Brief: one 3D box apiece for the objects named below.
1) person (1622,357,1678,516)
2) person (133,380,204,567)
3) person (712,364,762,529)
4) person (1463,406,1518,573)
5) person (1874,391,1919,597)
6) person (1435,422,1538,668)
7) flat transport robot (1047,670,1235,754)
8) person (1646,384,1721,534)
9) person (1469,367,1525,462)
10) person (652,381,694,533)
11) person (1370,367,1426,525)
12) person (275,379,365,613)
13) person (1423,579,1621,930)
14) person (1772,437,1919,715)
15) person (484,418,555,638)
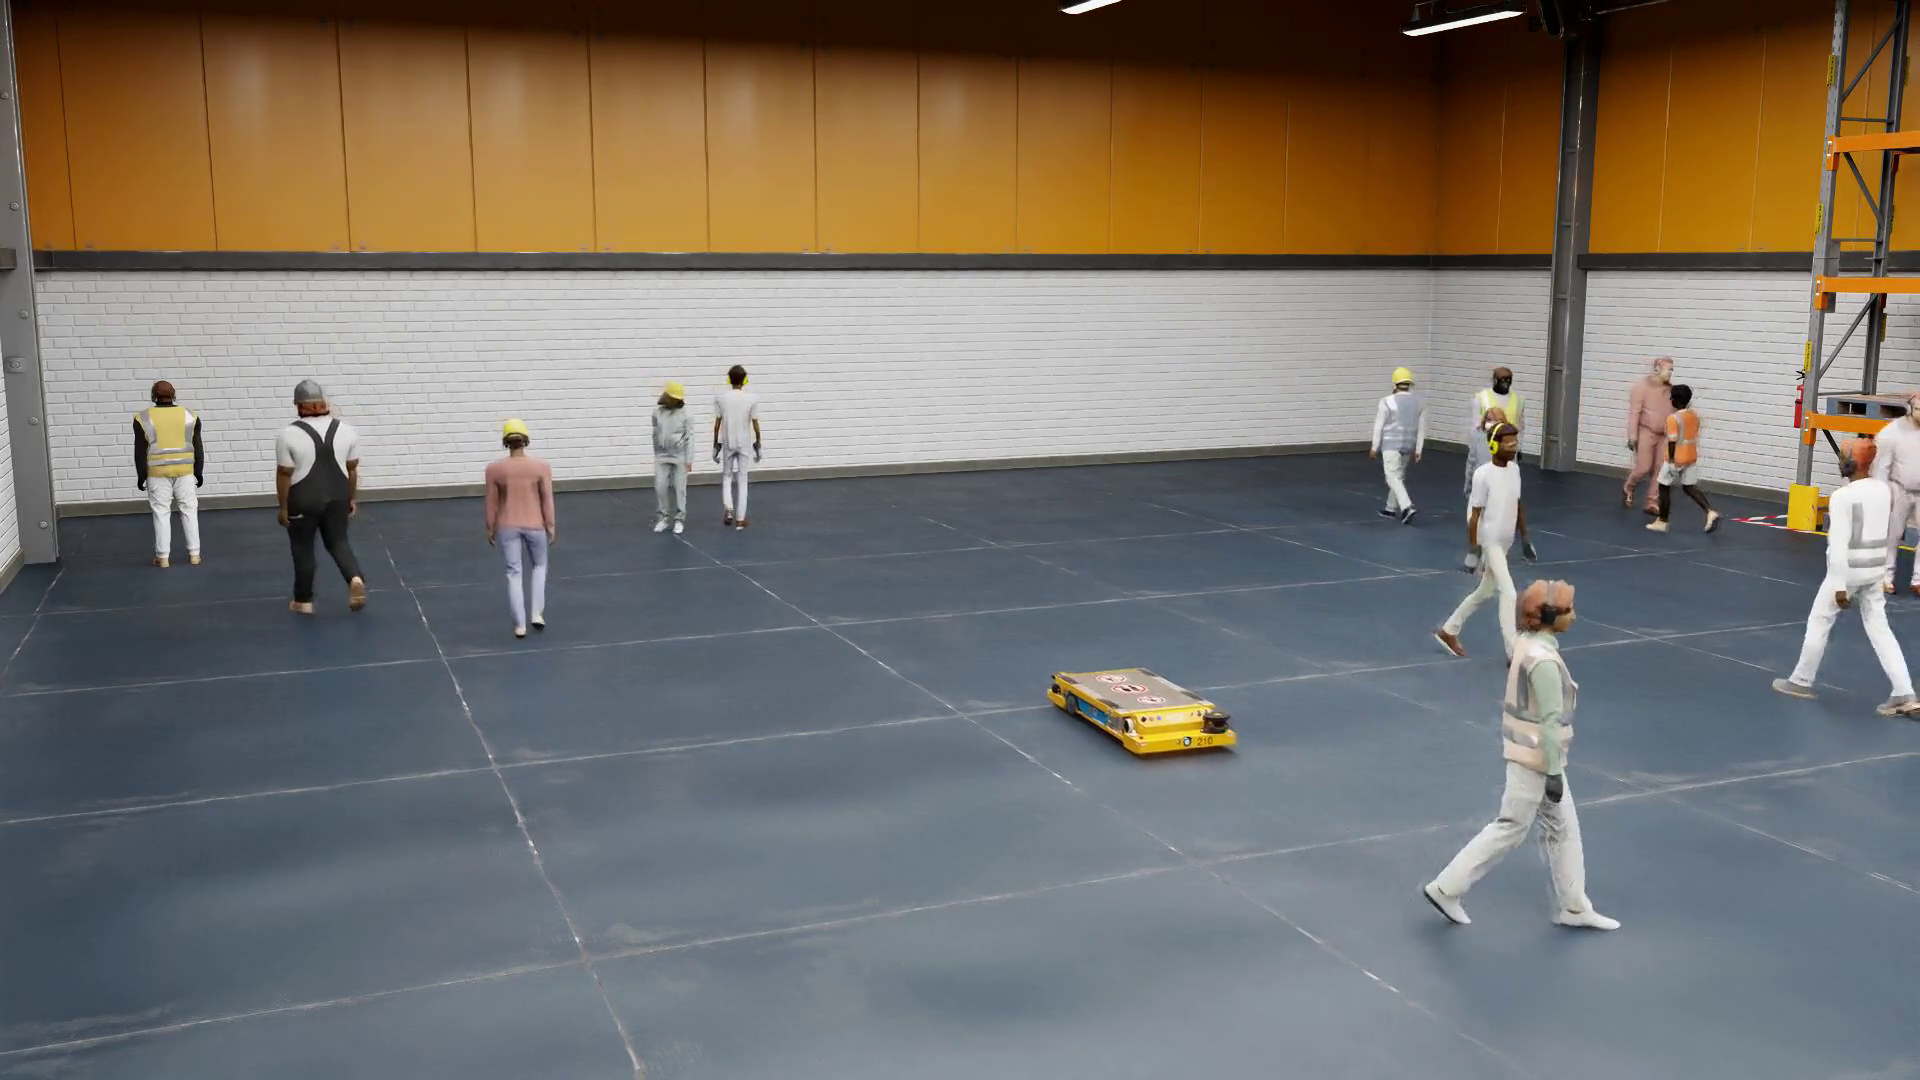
[{"bbox_3d":[8.230,-1.242,19.816,0.670,1.890,0.551,-3,10,-17],"label":"person"},{"bbox_3d":[-7.799,-0.655,16.414,0.634,1.841,0.429,-7,12,-37],"label":"person"},{"bbox_3d":[-2.505,-1.046,18.761,0.543,1.849,0.415,0,9,1],"label":"person"},{"bbox_3d":[5.168,-0.505,16.154,0.491,1.617,0.525,-9,13,-43],"label":"person"},{"bbox_3d":[8.478,-0.400,14.805,0.660,1.862,0.760,2,9,9],"label":"person"},{"bbox_3d":[3.953,0.024,12.352,0.535,1.833,0.940,-9,13,-42],"label":"person"},{"bbox_3d":[1.135,1.069,10.714,0.652,0.197,1.431,-3,10,-19],"label":"flat transport robot"},{"bbox_3d":[8.016,-0.885,18.335,0.536,1.671,0.755,-6,11,-31],"label":"person"},{"bbox_3d":[6.122,-1.080,19.041,0.635,1.827,0.703,0,9,-1],"label":"person"},{"bbox_3d":[-3.152,-0.905,18.323,0.506,1.699,0.493,1,9,8],"label":"person"},{"bbox_3d":[5.079,-1.089,19.168,0.587,1.806,0.856,-3,10,-19],"label":"person"},{"bbox_3d":[-5.417,-0.365,14.051,0.698,2.000,0.802,-9,13,-44],"label":"person"},{"bbox_3d":[2.504,0.957,7.367,0.829,1.603,0.528,2,10,14],"label":"person"},{"bbox_3d":[5.996,0.232,11.084,0.579,1.840,0.992,-4,10,-20],"label":"person"},{"bbox_3d":[-3.529,-0.107,13.354,0.545,1.743,0.608,-2,10,-11],"label":"person"}]
